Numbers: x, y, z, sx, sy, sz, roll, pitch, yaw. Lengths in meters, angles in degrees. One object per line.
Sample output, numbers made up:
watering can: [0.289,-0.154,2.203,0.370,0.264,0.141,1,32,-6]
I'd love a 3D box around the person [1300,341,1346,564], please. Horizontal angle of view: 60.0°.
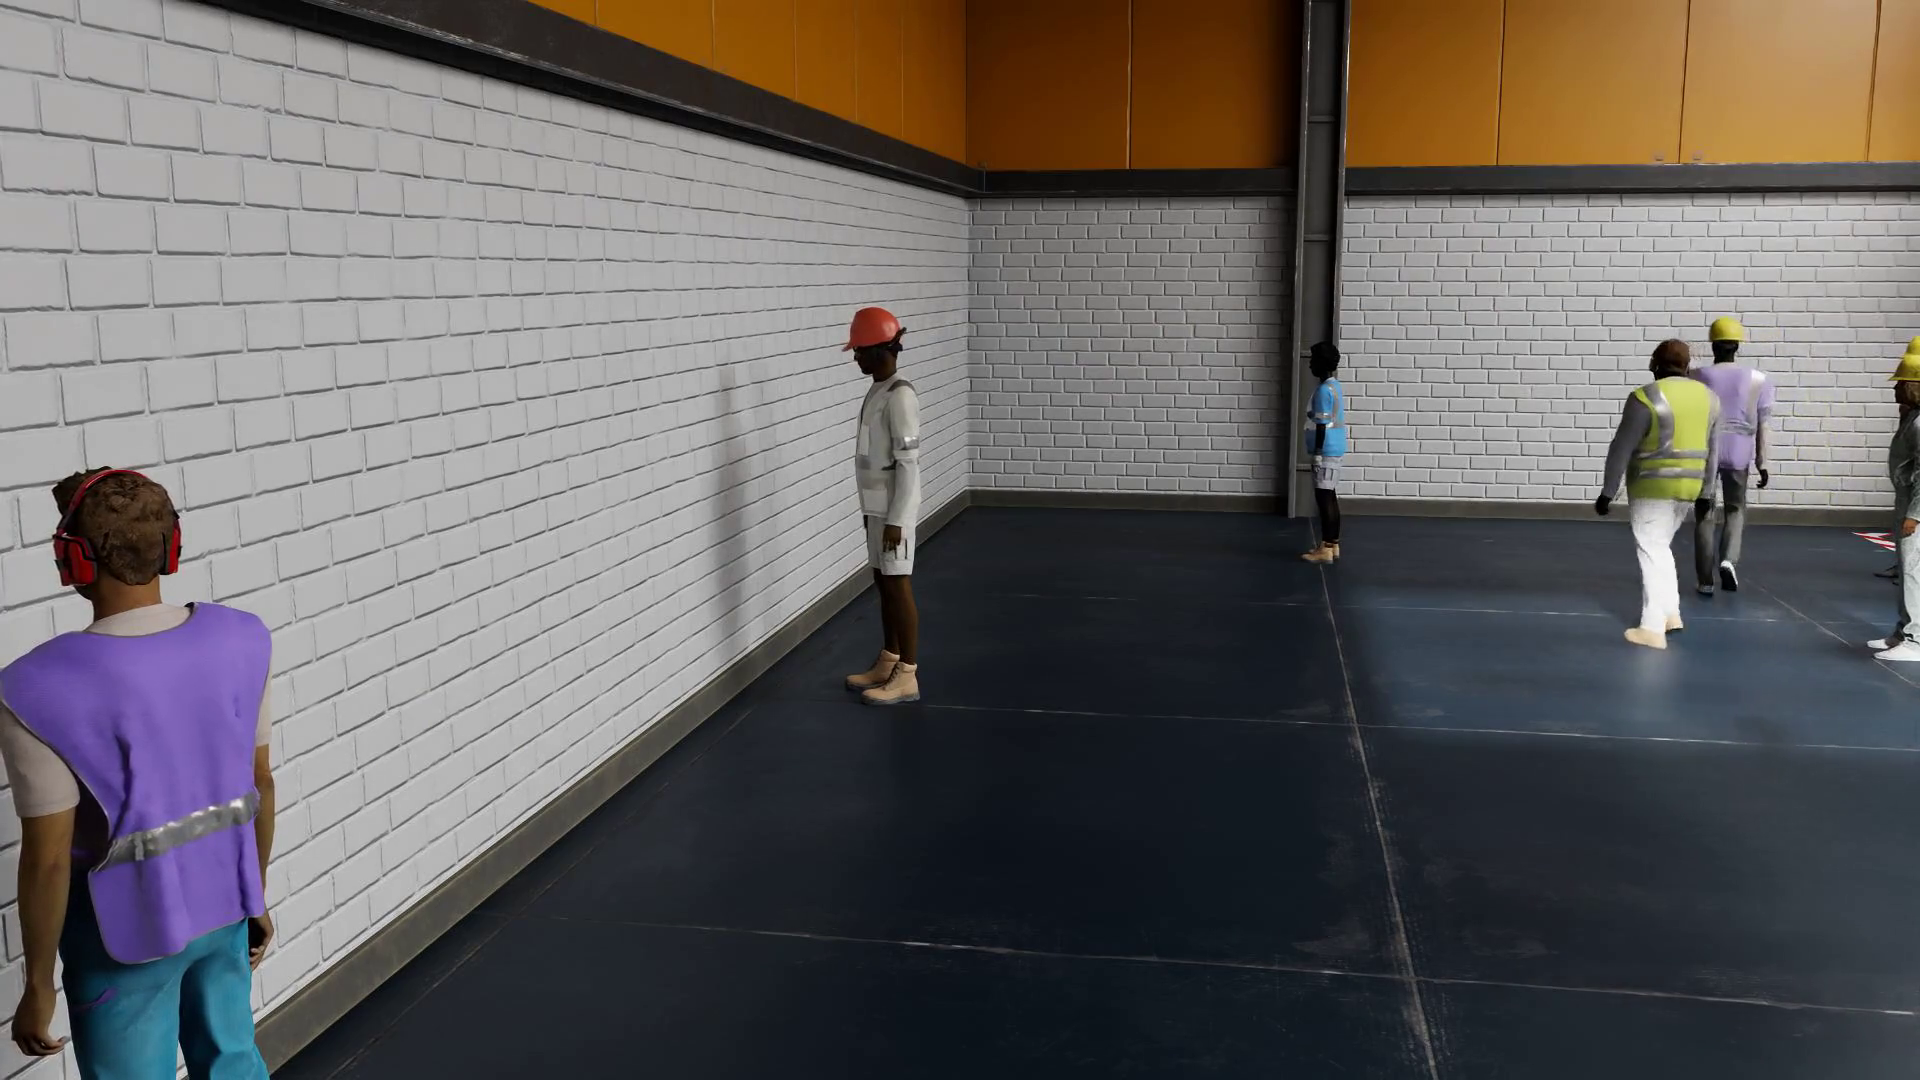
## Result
person: [2.786,-0.667,12.713,0.321,1.689,0.530,3,10,18]

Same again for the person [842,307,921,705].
person: [-0.403,-0.171,8.564,0.392,2.035,0.605,-3,9,-15]

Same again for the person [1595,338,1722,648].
person: [4.144,-0.279,9.881,0.651,1.819,0.478,-4,10,-23]

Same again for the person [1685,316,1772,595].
person: [5.193,-0.565,11.369,0.618,1.913,0.413,3,10,18]

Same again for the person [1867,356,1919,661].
person: [5.420,-0.179,9.516,0.317,1.743,0.488,4,10,25]

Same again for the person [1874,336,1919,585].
person: [6.775,-0.557,11.790,0.324,1.769,0.523,2,9,11]

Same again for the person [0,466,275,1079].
person: [-1.578,0.775,3.275,0.389,1.847,0.567,4,10,26]
